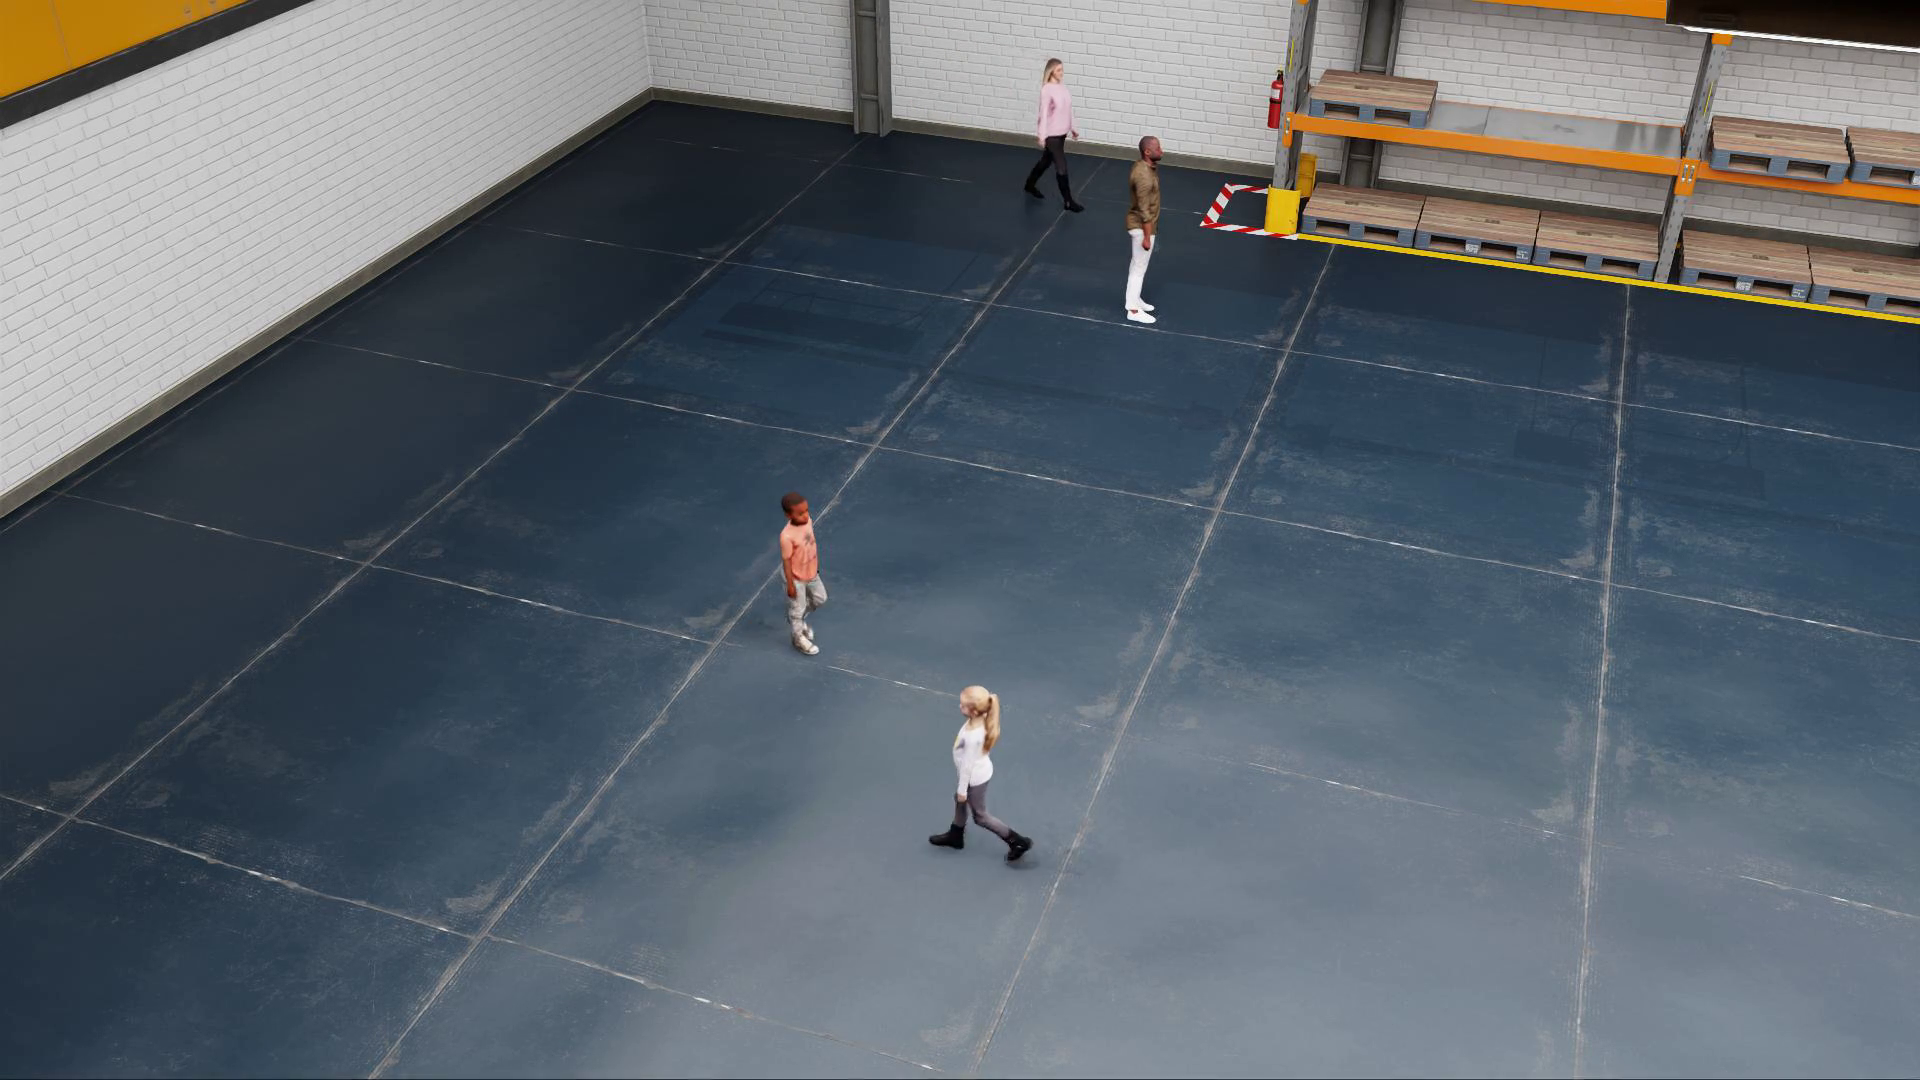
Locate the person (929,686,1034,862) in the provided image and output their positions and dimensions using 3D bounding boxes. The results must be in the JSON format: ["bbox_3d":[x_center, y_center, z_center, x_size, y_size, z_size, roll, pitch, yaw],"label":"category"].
[{"bbox_3d":[0.148,1.406,9.832,0.901,1.259,0.574,6,34,10],"label":"person"}]

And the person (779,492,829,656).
[{"bbox_3d":[-1.168,0.201,11.605,0.610,1.305,0.569,20,39,28],"label":"person"}]

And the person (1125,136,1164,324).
[{"bbox_3d":[1.750,-2.998,15.946,0.685,1.825,0.778,3,34,4],"label":"person"}]

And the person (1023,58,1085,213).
[{"bbox_3d":[0.977,-4.491,18.355,1.158,1.647,0.782,21,39,29],"label":"person"}]
